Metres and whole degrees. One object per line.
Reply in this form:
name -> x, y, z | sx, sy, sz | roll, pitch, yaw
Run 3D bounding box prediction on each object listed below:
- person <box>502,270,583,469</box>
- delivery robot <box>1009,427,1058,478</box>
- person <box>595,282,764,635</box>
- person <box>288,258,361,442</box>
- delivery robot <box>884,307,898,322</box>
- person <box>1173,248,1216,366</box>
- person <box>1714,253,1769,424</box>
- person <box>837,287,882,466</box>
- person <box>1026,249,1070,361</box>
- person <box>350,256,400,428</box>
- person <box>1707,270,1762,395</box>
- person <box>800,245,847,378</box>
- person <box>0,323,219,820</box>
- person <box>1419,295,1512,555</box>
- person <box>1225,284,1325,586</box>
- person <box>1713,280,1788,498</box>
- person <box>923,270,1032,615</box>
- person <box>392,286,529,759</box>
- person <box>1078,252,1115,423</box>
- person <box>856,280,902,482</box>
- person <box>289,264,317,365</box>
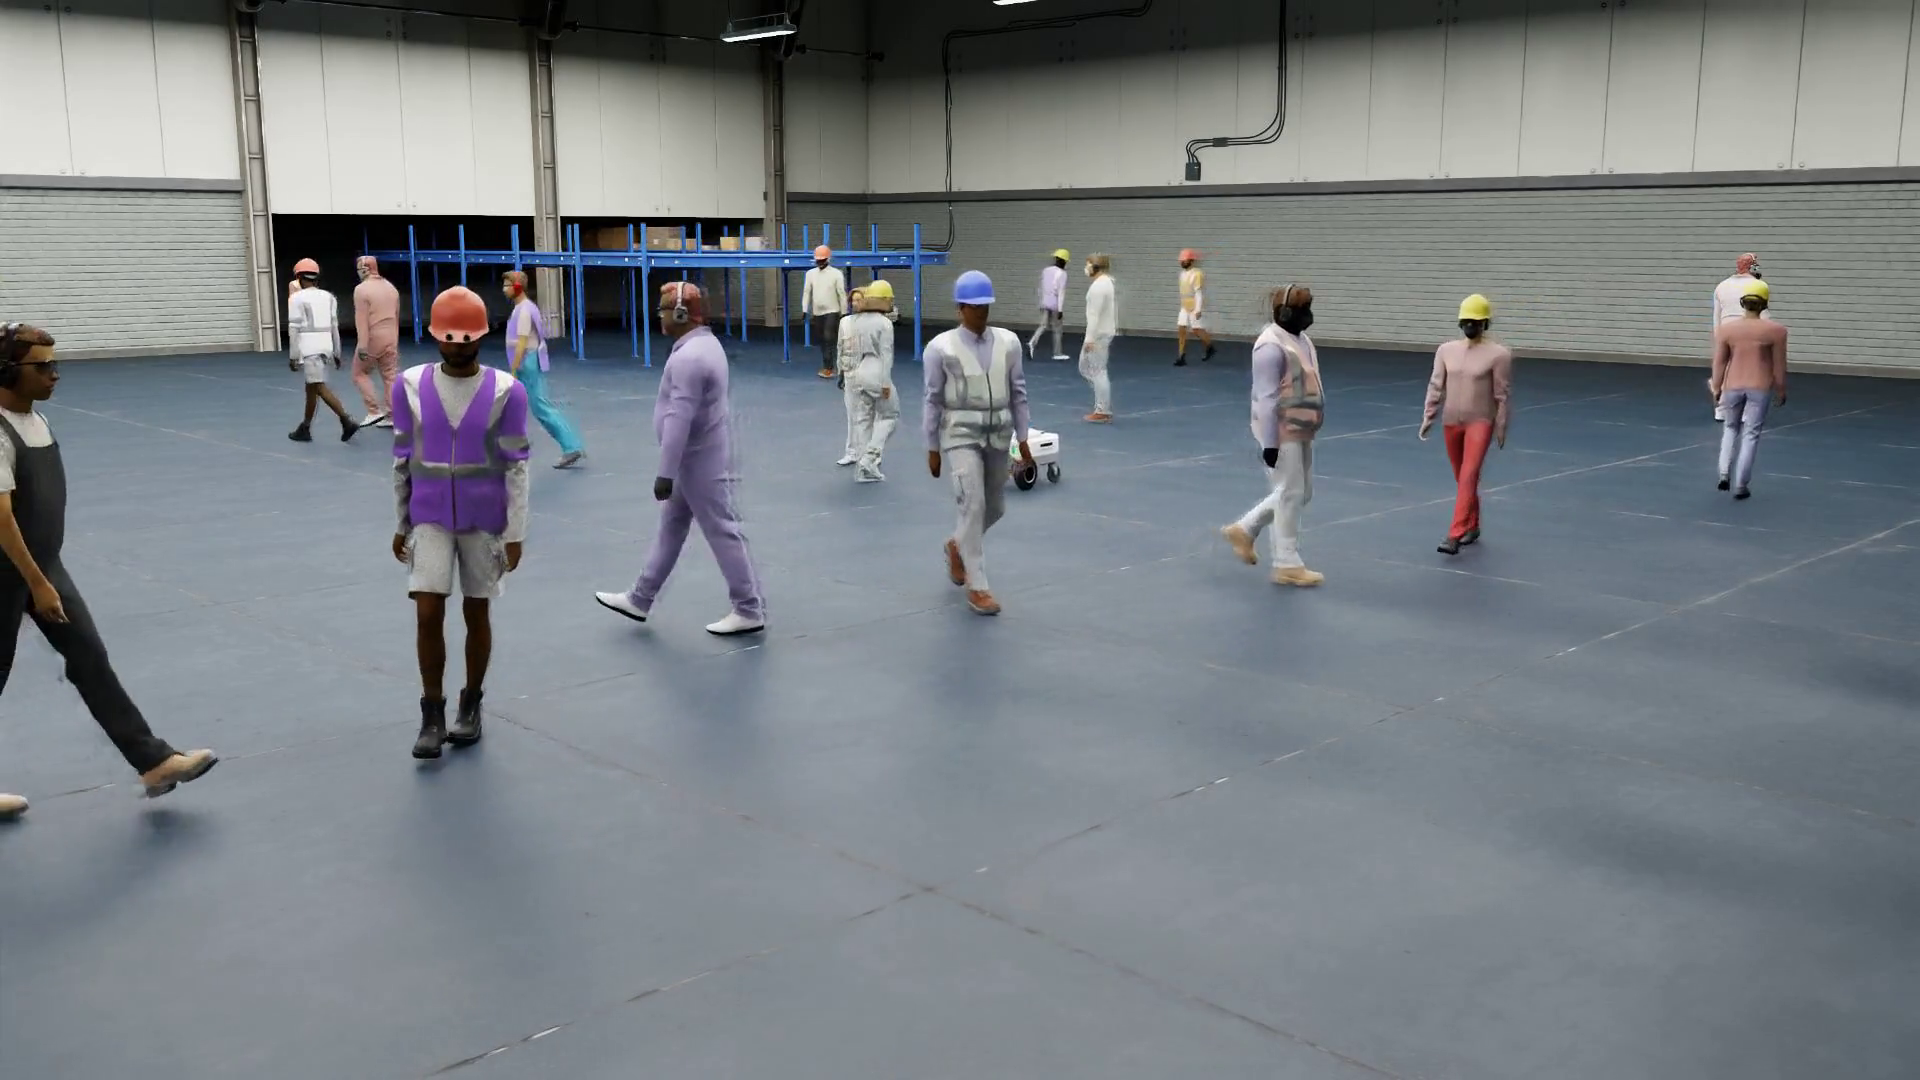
person -> -3.921, -1.542, 15.095 | 0.930, 1.805, 0.566 | -5, 11, -25
delivery robot -> 0.535, -0.788, 14.240 | 0.477, 0.478, 0.707 | 8, 13, 37
person -> -1.503, -0.422, 8.816 | 0.977, 1.859, 0.682 | 0, 10, -2
person -> -6.567, -1.942, 17.084 | 0.922, 1.886, 0.563 | 5, 11, 25
delivery robot -> -1.656, -5.377, 39.263 | 0.477, 0.478, 0.707 | -1, 11, -6
person -> 3.837, -3.821, 27.225 | 0.771, 1.914, 0.553 | -8, 13, -37
person -> 8.841, -2.276, 18.800 | 0.406, 1.911, 0.639 | -6, 12, -31
person -> -0.902, -1.494, 15.268 | 0.524, 1.639, 0.306 | 6, 12, 29
person -> 1.505, -3.965, 28.086 | 0.805, 1.880, 0.657 | -8, 13, -37
person -> -6.428, -2.159, 18.221 | 0.557, 1.881, 0.677 | 4, 11, 22
person -> 10.111, -2.653, 21.526 | 0.539, 1.673, 0.768 | -4, 11, -21
person -> -2.055, -3.378, 24.690 | 0.620, 1.953, 0.887 | 5, 11, 24
person -> -3.274, 0.129, 5.984 | 0.979, 1.792, 0.515 | 0, 10, 0
person -> 3.400, -0.780, 11.170 | 0.529, 1.723, 0.913 | 9, 14, 42
person -> 1.950, -0.650, 10.164 | 0.593, 1.822, 0.642 | 6, 12, 30
person -> 6.402, -1.220, 13.482 | 0.531, 1.753, 0.462 | 8, 13, 39
person -> 0.069, -0.587, 9.571 | 0.612, 1.919, 0.832 | -6, 12, -28
person -> -2.028, -0.060, 6.728 | 0.581, 1.899, 0.684 | -2, 11, -9
person -> 1.541, -2.290, 18.855 | 0.445, 1.924, 0.629 | 2, 11, 8
person -> -0.719, -1.359, 14.287 | 0.395, 1.727, 0.499 | -9, 14, -41
person -> -10.774, -3.707, 27.334 | 0.315, 1.640, 0.514 | 7, 13, 34
